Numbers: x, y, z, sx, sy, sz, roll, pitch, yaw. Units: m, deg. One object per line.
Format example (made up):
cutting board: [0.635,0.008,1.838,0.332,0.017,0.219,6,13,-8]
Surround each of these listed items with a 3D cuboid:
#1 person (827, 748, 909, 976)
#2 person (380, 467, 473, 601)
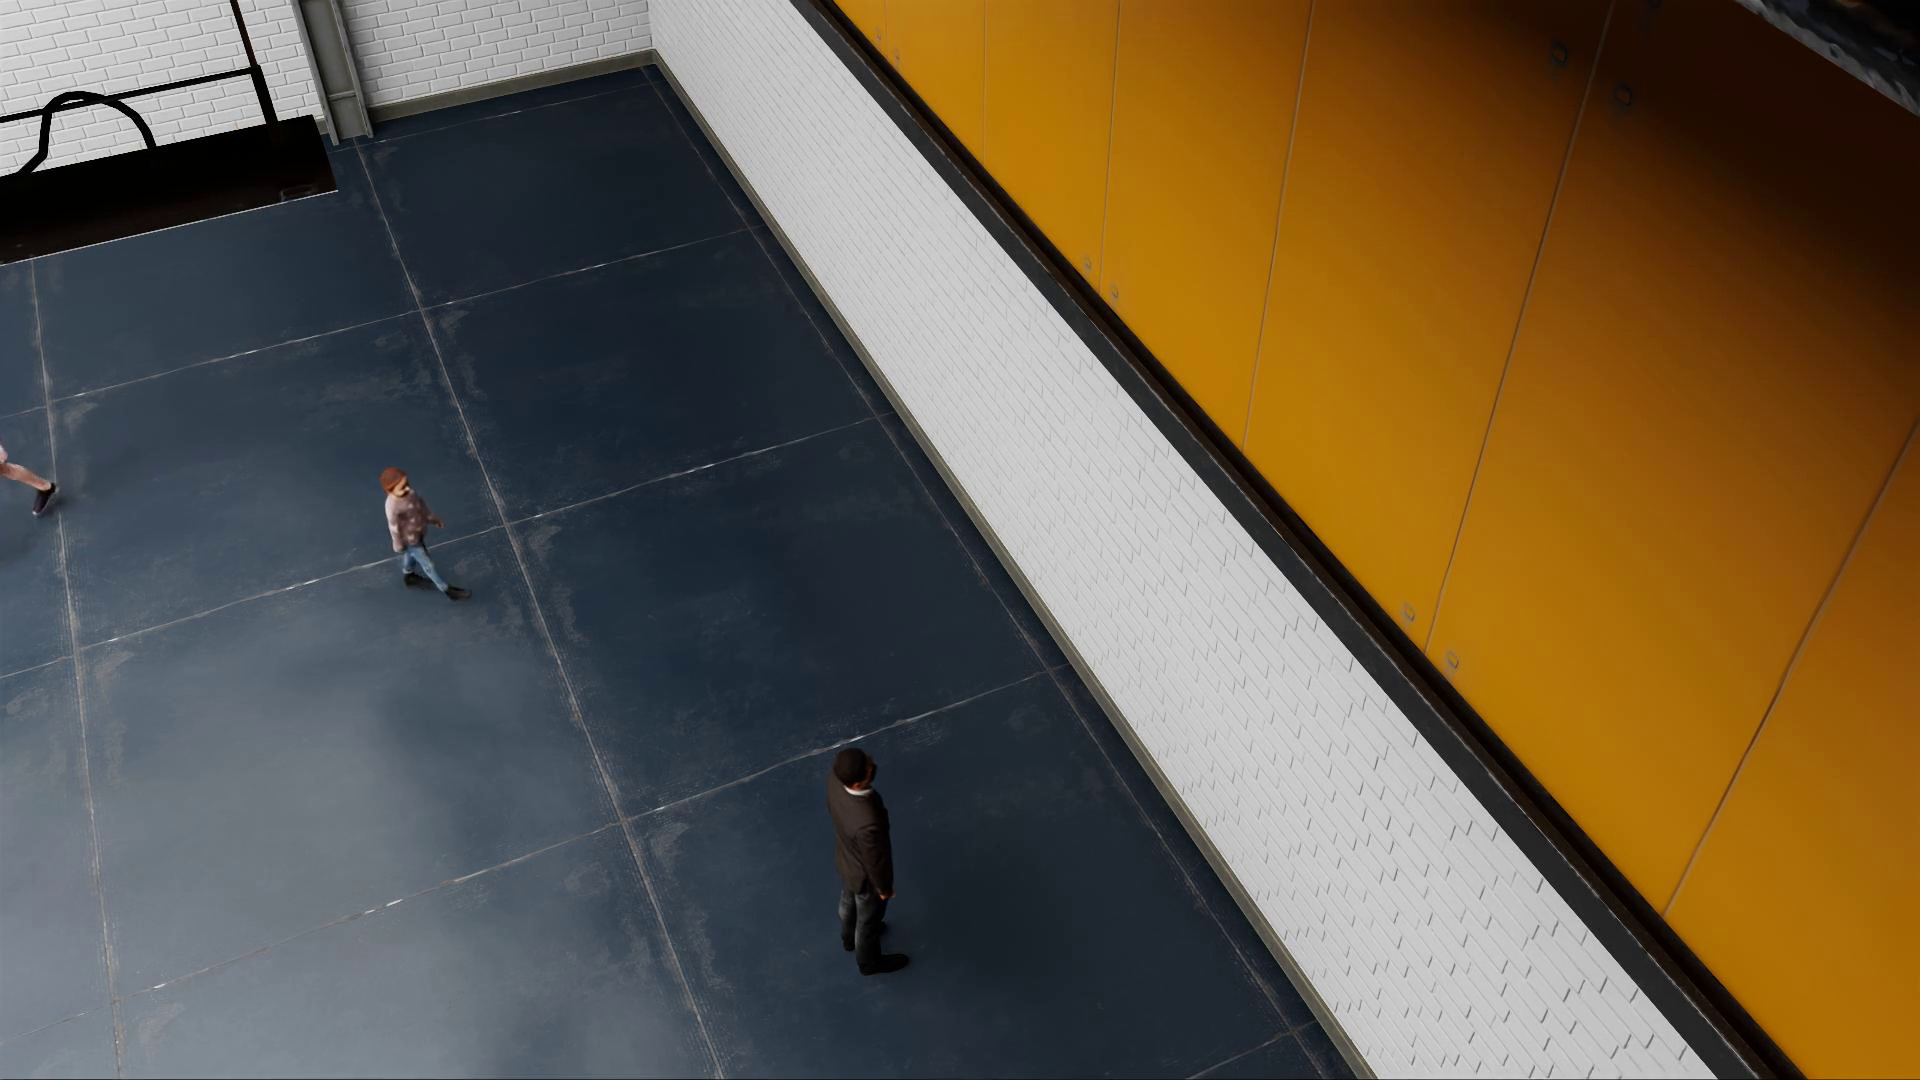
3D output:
person: [-0.544,1.751,9.111,0.540,1.805,0.685,-20,47,-19]
person: [-3.821,-0.059,11.474,0.856,1.166,0.734,7,44,7]
